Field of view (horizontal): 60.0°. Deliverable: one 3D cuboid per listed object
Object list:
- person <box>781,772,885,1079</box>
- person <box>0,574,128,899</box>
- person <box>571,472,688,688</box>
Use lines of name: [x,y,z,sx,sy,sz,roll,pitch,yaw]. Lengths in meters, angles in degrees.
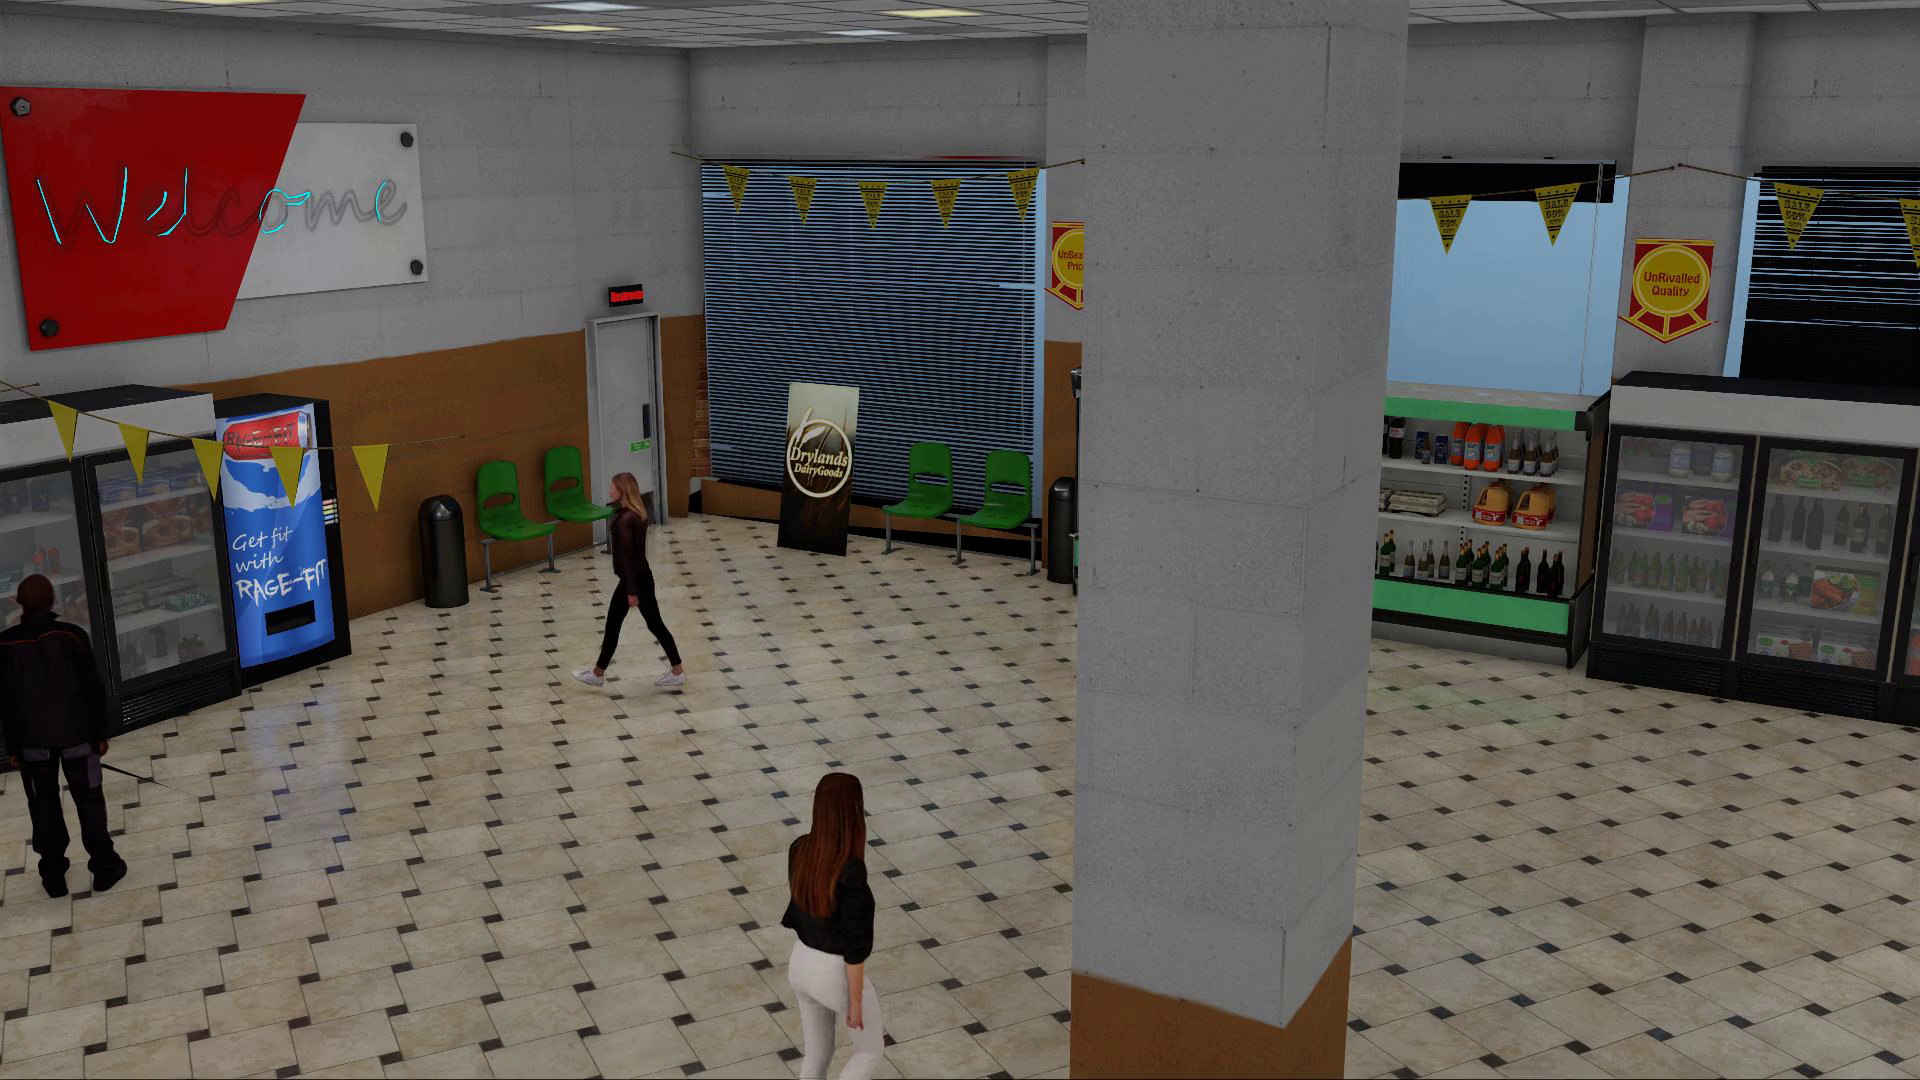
person: [-0.578,1.753,6.585,0.642,1.691,0.738,13,19,42]
person: [-4.964,1.066,9.129,0.782,1.826,0.829,-4,14,-18]
person: [-2.353,0.353,12.435,1.201,1.654,0.930,2,14,7]
